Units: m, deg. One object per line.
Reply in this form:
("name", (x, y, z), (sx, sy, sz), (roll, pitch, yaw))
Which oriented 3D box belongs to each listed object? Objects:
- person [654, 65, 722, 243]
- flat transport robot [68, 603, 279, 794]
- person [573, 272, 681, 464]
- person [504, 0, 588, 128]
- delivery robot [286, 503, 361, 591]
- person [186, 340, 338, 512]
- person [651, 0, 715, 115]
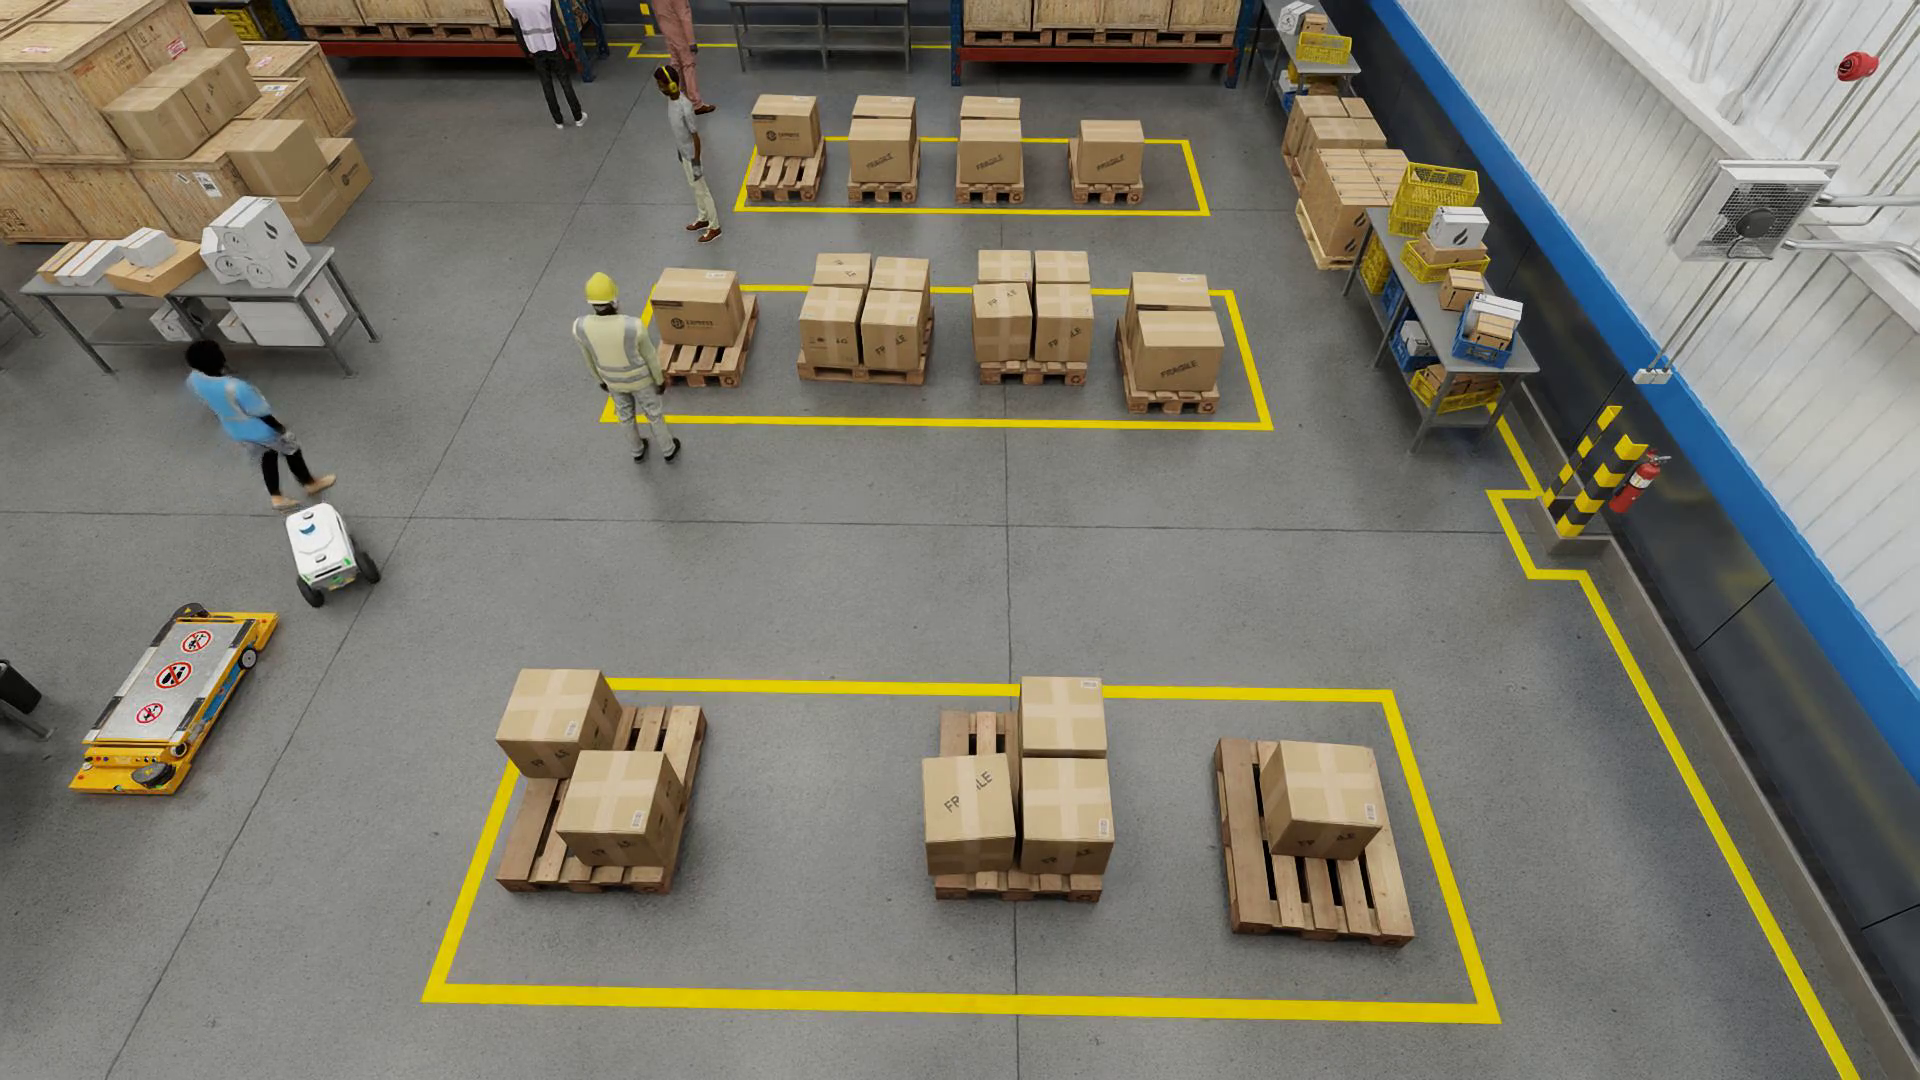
("person", (-2.901, -4.094, 9.780), (0.328, 1.861, 0.519), (-27, 55, -21))
("flat transport robot", (-5.504, 1.072, 6.442), (0.652, 0.197, 1.431), (1, 50, 1))
("person", (-2.700, -1.348, 7.482), (0.582, 1.823, 0.403), (1, 50, 1))
("person", (-5.202, -6.168, 11.496), (0.596, 1.918, 0.381), (-9, 50, -8))
("delivery robot", (-4.930, 0.038, 7.072), (0.477, 0.478, 0.707), (-27, 55, -21))
("person", (-5.543, -0.866, 7.180), (0.590, 1.661, 0.561), (11, 51, 9))
("person", (-3.600, -6.518, 11.801), (0.652, 1.906, 0.402), (35, 58, 26))
